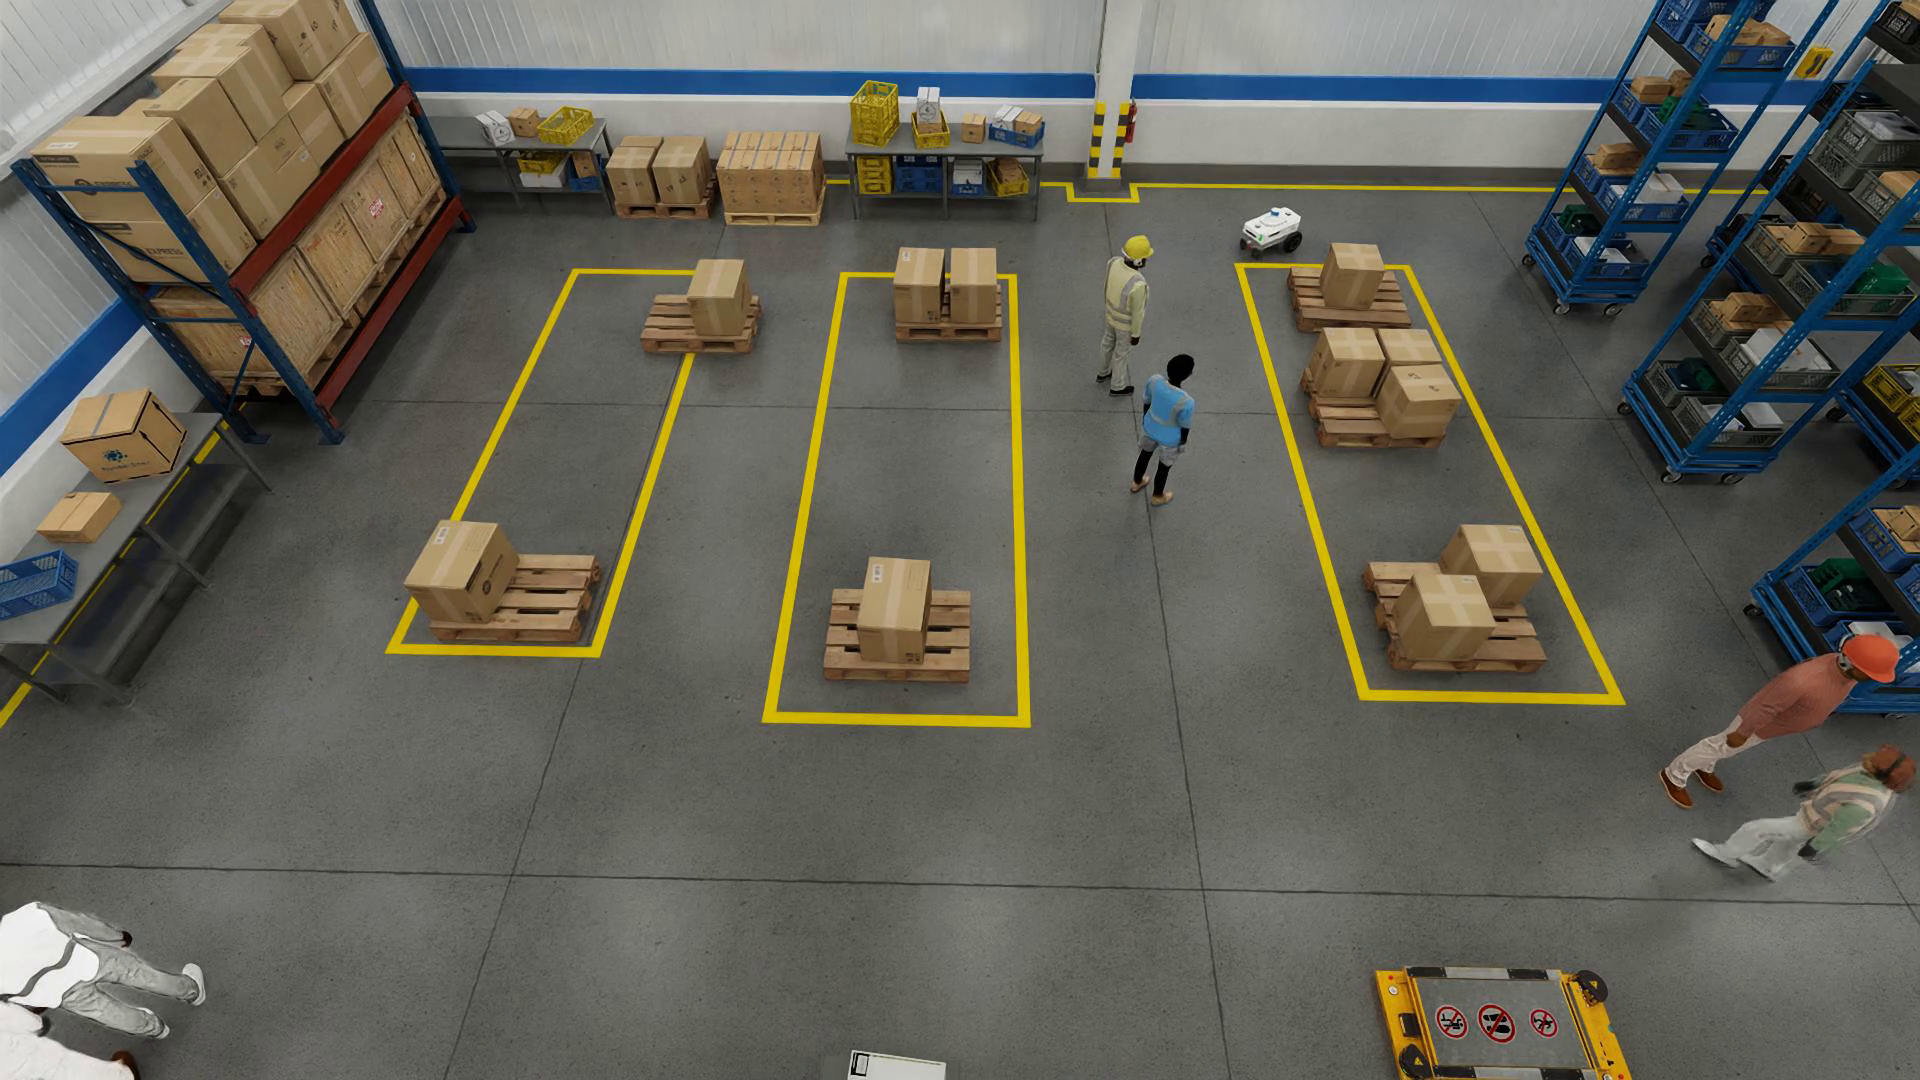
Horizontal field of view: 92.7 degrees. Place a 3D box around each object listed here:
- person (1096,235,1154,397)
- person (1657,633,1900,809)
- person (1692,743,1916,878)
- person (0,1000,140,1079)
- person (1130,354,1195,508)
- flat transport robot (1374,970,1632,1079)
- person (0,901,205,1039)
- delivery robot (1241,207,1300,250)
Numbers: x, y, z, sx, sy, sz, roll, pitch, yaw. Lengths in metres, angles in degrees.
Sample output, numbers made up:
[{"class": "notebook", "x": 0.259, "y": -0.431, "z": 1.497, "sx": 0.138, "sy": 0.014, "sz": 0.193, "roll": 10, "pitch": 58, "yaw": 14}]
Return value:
[{"class": "person", "x": 1.676, "y": -2.272, "z": 9.319, "sx": 0.404, "sy": 1.830, "sz": 0.602, "roll": -19, "pitch": 53, "yaw": -15}, {"class": "person", "x": 5.631, "y": 1.250, "z": 6.345, "sx": 0.622, "sy": 1.993, "sz": 0.373, "roll": -17, "pitch": 53, "yaw": -13}, {"class": "person", "x": 5.637, "y": 1.803, "z": 6.129, "sx": 0.550, "sy": 1.617, "sz": 0.602, "roll": -36, "pitch": 59, "yaw": -26}, {"class": "person", "x": -5.452, "y": 2.900, "z": 5.067, "sx": 0.399, "sy": 1.897, "sz": 0.643, "roll": 32, "pitch": 57, "yaw": 23}, {"class": "person", "x": 1.862, "y": -0.995, "z": 8.365, "sx": 0.317, "sy": 1.695, "sz": 0.540, "roll": -33, "pitch": 58, "yaw": -24}, {"class": "flat transport robot", "x": 3.501, "y": 3.133, "z": 5.914, "sx": 1.431, "sy": 0.197, "sz": 0.652, "roll": 1, "pitch": 51, "yaw": 1}, {"class": "person", "x": -5.220, "y": 2.523, "z": 5.356, "sx": 0.388, "sy": 1.919, "sz": 0.594, "roll": 30, "pitch": 57, "yaw": 22}, {"class": "delivery robot", "x": 3.865, "y": -3.888, "z": 11.398, "sx": 0.707, "sy": 0.478, "sz": 0.477, "roll": -26, "pitch": 56, "yaw": -20}]
